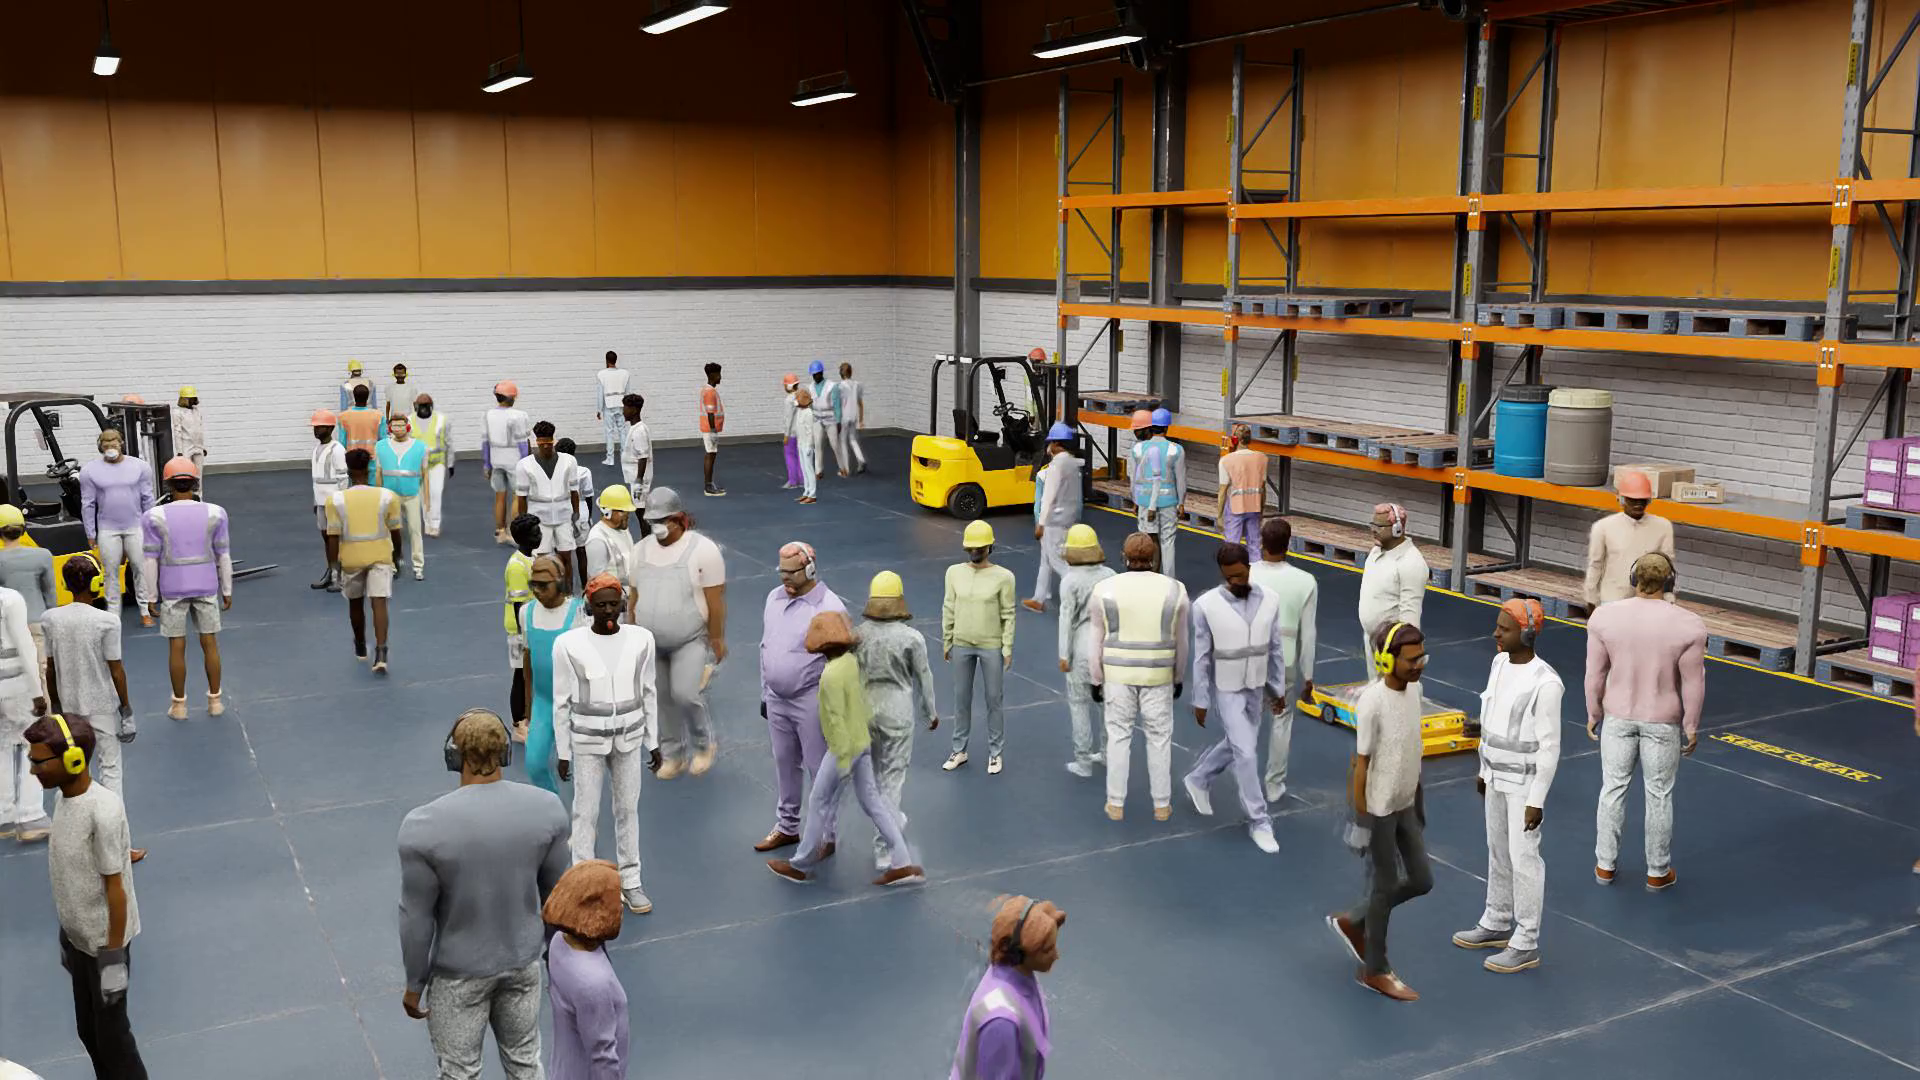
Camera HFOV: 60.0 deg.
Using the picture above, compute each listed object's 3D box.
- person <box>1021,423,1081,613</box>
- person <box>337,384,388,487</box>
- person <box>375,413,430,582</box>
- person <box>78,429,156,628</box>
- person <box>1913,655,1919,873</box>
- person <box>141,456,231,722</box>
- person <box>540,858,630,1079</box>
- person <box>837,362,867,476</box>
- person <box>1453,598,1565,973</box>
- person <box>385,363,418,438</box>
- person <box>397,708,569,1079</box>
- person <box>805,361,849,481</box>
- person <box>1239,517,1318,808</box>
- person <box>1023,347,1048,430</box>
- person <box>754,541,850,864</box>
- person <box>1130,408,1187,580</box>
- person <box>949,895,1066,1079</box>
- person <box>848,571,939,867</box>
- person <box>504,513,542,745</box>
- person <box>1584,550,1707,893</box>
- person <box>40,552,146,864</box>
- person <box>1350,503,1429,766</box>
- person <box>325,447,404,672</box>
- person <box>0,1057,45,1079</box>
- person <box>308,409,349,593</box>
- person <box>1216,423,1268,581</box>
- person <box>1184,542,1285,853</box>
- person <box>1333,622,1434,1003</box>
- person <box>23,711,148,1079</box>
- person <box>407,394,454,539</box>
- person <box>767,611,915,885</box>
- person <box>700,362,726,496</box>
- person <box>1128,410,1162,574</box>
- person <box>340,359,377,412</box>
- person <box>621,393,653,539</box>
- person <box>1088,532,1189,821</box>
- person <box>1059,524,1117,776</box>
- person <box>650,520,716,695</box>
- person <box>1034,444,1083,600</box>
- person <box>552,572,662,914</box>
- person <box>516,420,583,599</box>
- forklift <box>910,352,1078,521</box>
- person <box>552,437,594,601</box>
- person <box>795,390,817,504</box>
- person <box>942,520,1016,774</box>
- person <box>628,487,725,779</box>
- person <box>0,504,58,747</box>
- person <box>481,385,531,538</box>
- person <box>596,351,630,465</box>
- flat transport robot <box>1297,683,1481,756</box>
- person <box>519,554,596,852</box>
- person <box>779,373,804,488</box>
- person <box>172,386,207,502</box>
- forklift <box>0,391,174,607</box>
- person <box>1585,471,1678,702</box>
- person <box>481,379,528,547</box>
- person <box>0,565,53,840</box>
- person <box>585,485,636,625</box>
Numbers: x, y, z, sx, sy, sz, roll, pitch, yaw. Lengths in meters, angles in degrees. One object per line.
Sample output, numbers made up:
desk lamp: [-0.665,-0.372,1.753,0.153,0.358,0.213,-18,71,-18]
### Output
person: [0.974,-0.188,16.383,0.750,1.918,0.665,4,10,19]
person: [-7.506,-1.004,20.986,0.596,1.921,0.382,-1,10,-8]
person: [-6.063,-0.471,18.127,0.563,1.847,0.392,-2,10,-11]
person: [-7.961,-0.098,15.768,0.631,1.930,0.373,-5,11,-27]
person: [5.770,0.998,9.446,0.636,1.932,0.365,8,13,38]
person: [-5.912,0.374,12.749,0.611,2.032,0.410,-6,12,-33]
person: [-1.203,1.836,5.467,0.285,1.632,0.498,-5,11,-28]
person: [-1.771,-1.907,26.461,0.499,1.827,0.467,-8,13,-39]
person: [2.765,1.215,8.327,0.355,1.883,0.573,-2,10,-11]
person: [-8.673,-1.817,25.860,0.509,1.860,0.334,-2,10,-13]
person: [-1.744,1.570,6.161,0.635,1.928,0.382,-7,12,-36]
person: [-2.101,-1.889,26.187,0.625,1.901,0.787,4,11,21]
person: [1.966,0.808,10.665,0.600,1.896,0.742,3,10,16]
person: [1.232,-2.076,26.806,0.368,2.046,0.608,3,10,19]
person: [-0.953,0.946,9.815,0.641,1.905,0.410,7,12,37]
person: [2.085,-0.407,17.470,0.605,1.948,0.391,4,11,23]
person: [0.086,1.883,5.321,0.879,1.594,0.553,2,10,13]
person: [-0.394,1.030,9.891,0.499,1.712,0.754,4,11,22]
person: [-3.158,0.641,12.163,0.317,1.695,0.540,0,10,-2]
person: [3.829,1.011,9.337,0.631,1.939,0.370,6,11,29]
person: [-5.040,0.998,9.649,0.512,1.862,0.322,2,10,10]
person: [2.908,0.688,11.332,0.394,1.899,0.641,-2,10,-13]
person: [-5.099,0.162,14.288,0.619,1.930,0.991,-4,11,-22]
person: [-2.446,1.907,4.119,0.600,1.958,0.378,4,10,20]
person: [-6.668,-0.418,17.555,0.550,1.942,0.346,8,13,39]
person: [2.891,-0.268,17.006,0.562,1.835,0.385,-4,11,-21]
person: [1.673,0.900,10.232,0.626,1.859,0.949,-5,11,-26]
person: [2.054,1.284,7.994,0.553,1.854,0.460,-10,14,-44]
person: [-3.344,1.565,6.401,0.526,1.856,0.333,9,13,42]
person: [-6.689,-0.909,20.776,0.652,1.800,0.921,-1,10,-8]
person: [-0.658,1.185,9.368,0.871,1.574,0.529,2,10,12]
person: [-3.650,-1.639,24.515,0.361,1.963,0.612,-2,10,-10]
person: [1.953,-0.406,17.529,0.385,1.927,0.545,-1,10,-7]
person: [-9.797,-2.021,27.095,0.589,1.834,0.404,-8,13,-40]
person: [-3.718,-0.712,19.175,0.361,1.964,0.616,-2,10,-12]
person: [1.120,0.861,10.492,0.630,1.840,0.429,1,10,4]
person: [0.901,0.748,11.478,0.505,1.720,0.455,-6,12,-32]
person: [-2.297,0.467,13.217,0.519,1.679,0.537,-4,11,-24]
person: [1.015,-0.186,17.125,0.519,1.633,0.314,-2,10,-10]
person: [-1.893,1.106,8.949,0.573,1.883,0.354,-5,11,-27]
person: [-4.024,-0.205,16.318,0.616,1.951,0.388,-4,11,-23]
forklift: [0.460,-1.461,22.833,2.313,2.155,1.214,-5,11,-28]
person: [-4.007,-0.202,17.018,0.535,1.697,0.318,-4,11,-21]
person: [-2.212,-1.334,23.743,0.272,1.627,0.502,-4,11,-22]
person: [0.122,0.731,11.447,0.522,1.768,0.313,3,10,18]
person: [-1.951,0.630,11.234,0.715,2.000,0.537,4,10,20]
person: [-6.835,0.616,12.098,0.302,1.772,0.523,9,13,42]
person: [-5.657,-0.989,20.774,0.612,1.962,0.363,-5,11,-27]
person: [-5.827,-2.222,28.015,0.594,1.917,0.387,-7,12,-35]
flat transport robot: [3.214,1.304,12.443,0.652,0.197,1.431,-4,11,-24]
person: [-2.383,0.980,9.857,0.545,1.824,0.536,3,10,15]
person: [-2.539,-1.651,25.202,0.333,1.753,0.570,3,10,19]
person: [-10.609,-1.260,22.973,0.310,1.743,0.493,4,11,21]
forklift: [-9.026,-0.363,16.508,1.214,2.155,2.313,6,11,29]
person: [5.090,0.423,12.706,0.612,1.957,0.987,0,10,-1]
person: [-5.509,-0.939,20.274,0.615,2.040,0.393,4,10,20]
person: [-5.859,0.918,10.153,0.698,1.839,0.362,2,10,13]
person: [-2.647,0.473,12.786,0.403,1.819,0.602,1,10,8]
